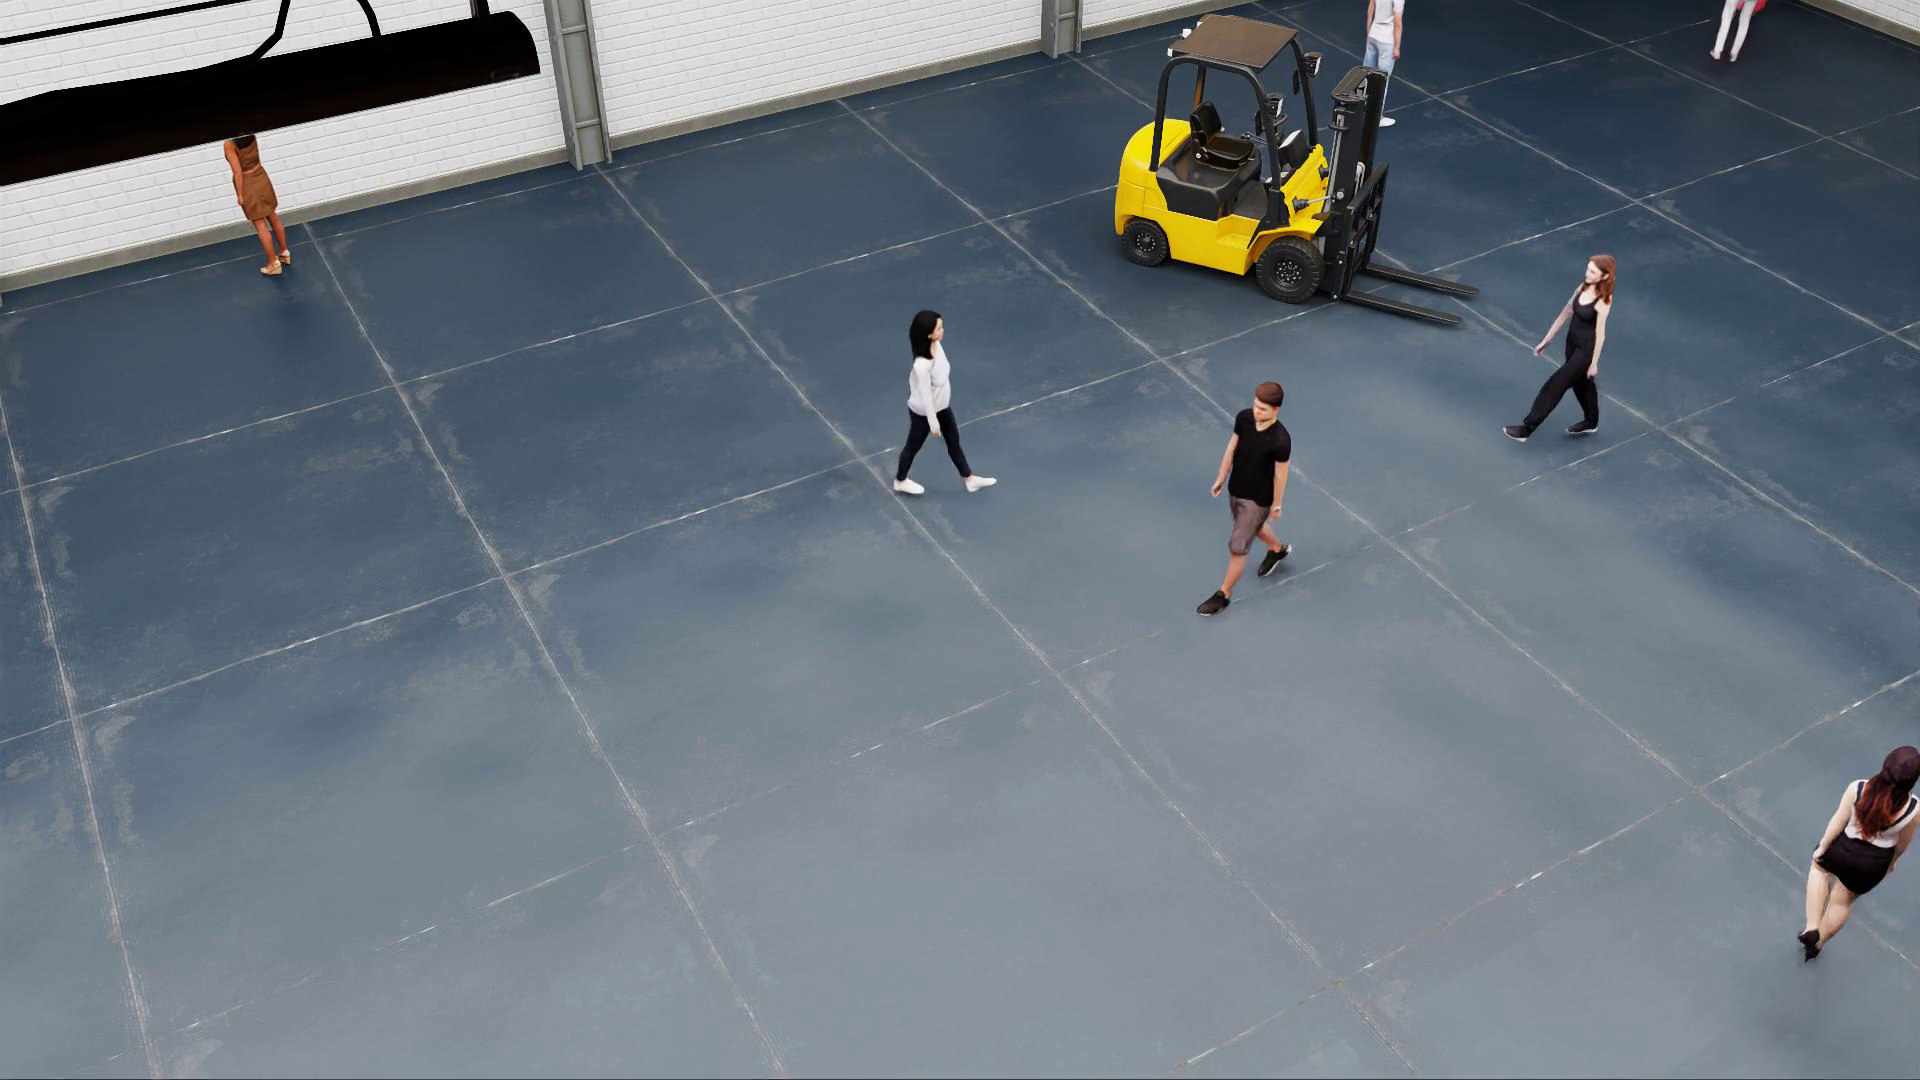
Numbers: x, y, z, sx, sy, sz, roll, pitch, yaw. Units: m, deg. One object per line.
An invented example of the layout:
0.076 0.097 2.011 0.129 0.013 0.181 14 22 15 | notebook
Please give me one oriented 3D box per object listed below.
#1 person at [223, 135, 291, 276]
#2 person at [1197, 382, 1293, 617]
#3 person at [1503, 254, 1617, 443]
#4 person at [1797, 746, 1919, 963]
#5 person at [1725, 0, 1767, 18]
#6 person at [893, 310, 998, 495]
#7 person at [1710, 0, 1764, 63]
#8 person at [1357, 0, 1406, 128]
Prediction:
-6.587 -3.275 15.514 0.688 1.690 0.633 8 39 10 | person
2.125 -0.363 11.747 1.152 1.840 0.649 -20 43 -23 | person
5.068 -1.518 13.310 1.179 1.695 0.835 -6 39 -7 | person
4.941 1.806 9.194 0.681 1.637 0.722 16 41 19 | person
9.903 -7.322 20.552 0.711 1.727 0.732 19 42 22 | person
-0.327 -1.011 12.700 1.126 1.664 1.057 8 39 10 | person
9.216 -6.431 19.480 0.713 1.671 0.774 9 39 11 | person
4.591 -5.433 18.086 0.519 1.851 0.641 -20 43 -23 | person
